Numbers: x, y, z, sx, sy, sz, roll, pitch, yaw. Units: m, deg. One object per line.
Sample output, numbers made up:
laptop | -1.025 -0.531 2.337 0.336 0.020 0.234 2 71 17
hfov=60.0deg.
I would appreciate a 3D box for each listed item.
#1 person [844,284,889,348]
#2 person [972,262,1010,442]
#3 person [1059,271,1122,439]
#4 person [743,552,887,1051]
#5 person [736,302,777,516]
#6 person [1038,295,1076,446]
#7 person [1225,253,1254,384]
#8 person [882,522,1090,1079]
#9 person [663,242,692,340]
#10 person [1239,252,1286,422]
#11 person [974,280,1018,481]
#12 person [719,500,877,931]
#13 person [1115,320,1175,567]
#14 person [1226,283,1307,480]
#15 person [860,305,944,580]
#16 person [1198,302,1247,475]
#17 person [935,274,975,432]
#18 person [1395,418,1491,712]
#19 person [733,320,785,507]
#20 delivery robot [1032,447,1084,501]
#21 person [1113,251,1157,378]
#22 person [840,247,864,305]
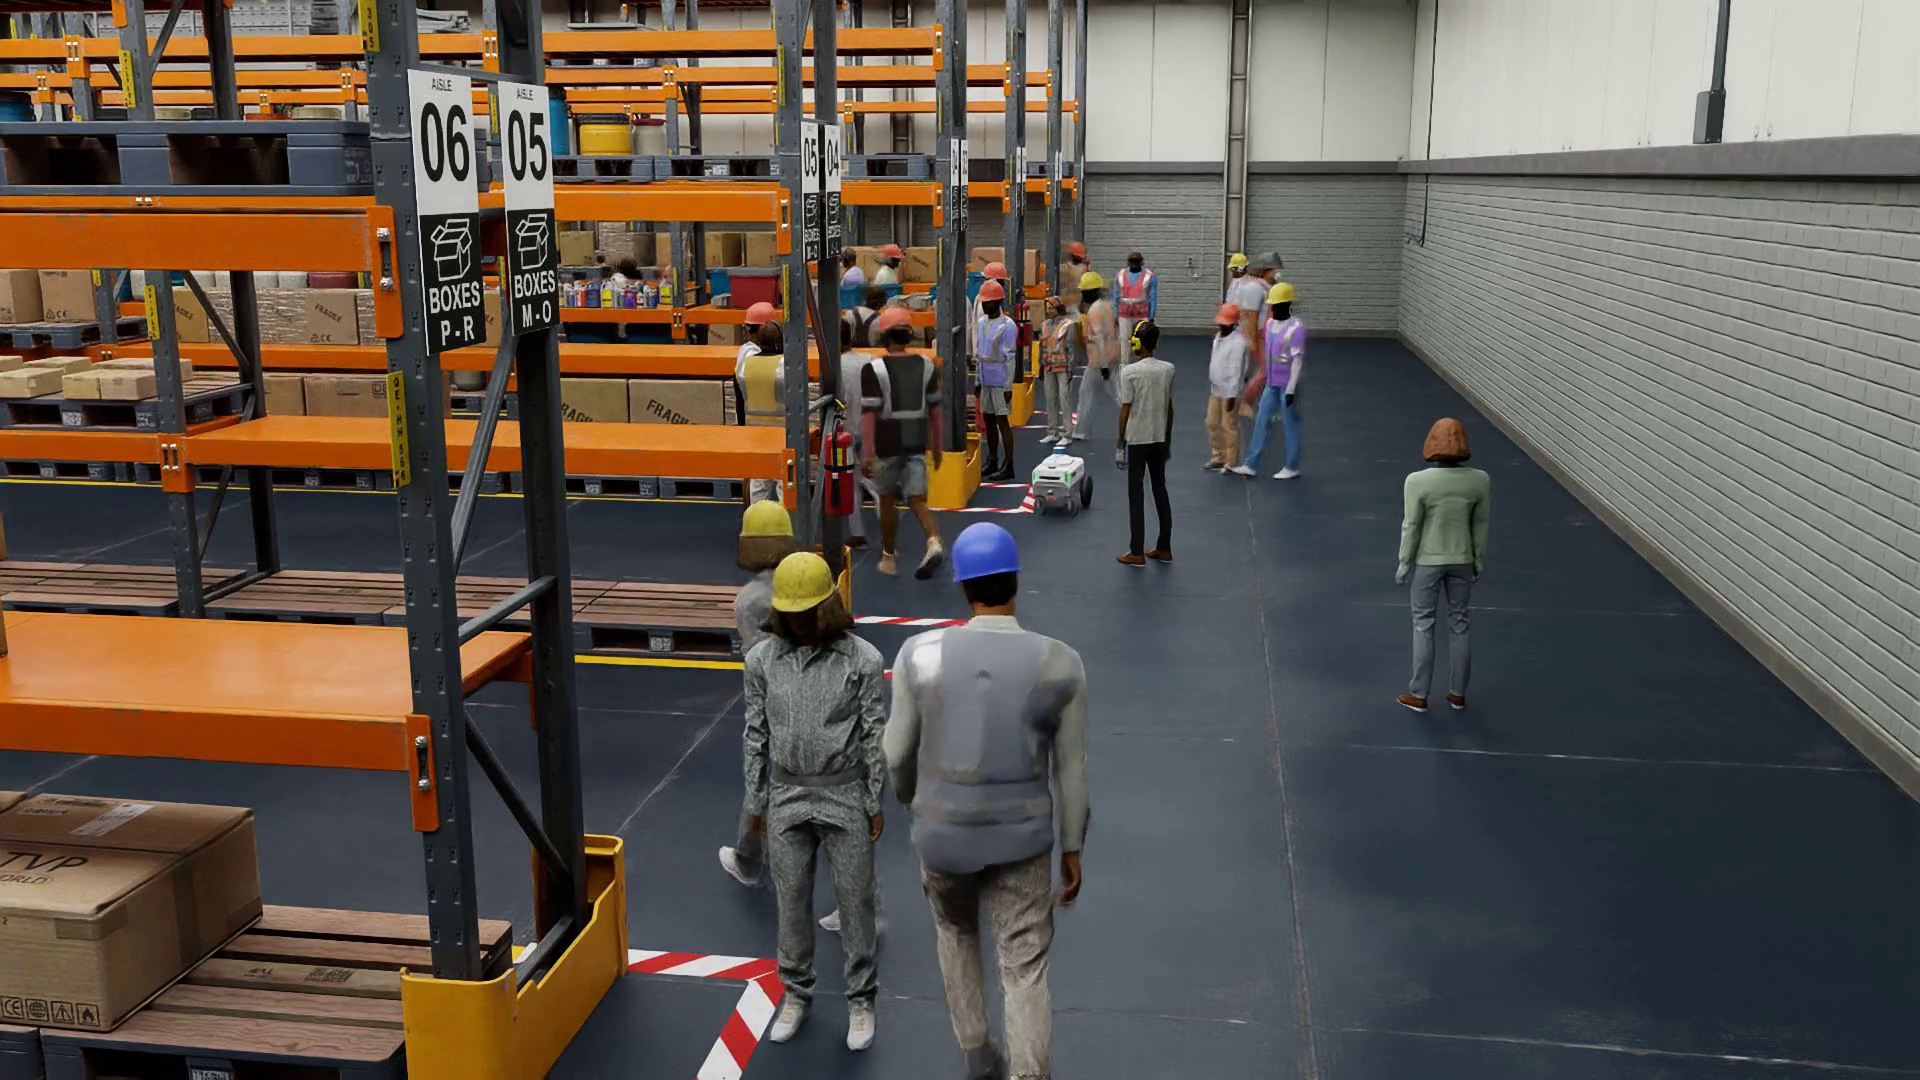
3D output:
person | -0.981 -1.740 17.278 0.683 1.807 0.375 3 13 12
person | 0.337 -2.064 18.326 0.405 1.981 0.632 -3 13 -15
person | 1.614 -2.028 18.386 0.947 1.889 0.621 4 13 18
person | -0.493 0.880 5.613 0.490 1.731 0.321 2 13 7
person | -1.608 -0.949 13.419 0.389 1.929 0.544 -3 13 -14
person | 1.058 -1.848 18.145 0.319 1.630 0.528 -11 17 -41
person | 3.933 -3.108 23.397 0.404 1.823 0.591 -3 13 -12
person | 0.083 0.904 5.148 0.633 1.881 0.750 0 12 2
person | -4.157 -3.339 24.113 0.648 1.964 0.639 3 13 15
person | 3.665 -2.404 19.727 0.536 2.000 0.701 9 15 34
person | 0.316 -1.537 16.079 0.388 1.930 0.549 -9 15 -34
person | -0.663 0.687 6.635 0.486 1.668 0.981 -11 17 -41
person | 1.402 -0.728 12.585 0.514 1.860 0.328 -7 14 -30
person | 2.991 -1.500 15.949 0.779 1.899 0.615 -6 14 -26
person | -0.380 -0.672 11.991 0.656 2.013 0.765 -6 14 -25
person | 2.597 -1.469 16.241 0.426 1.717 0.595 -5 13 -21
person | -0.029 -2.191 19.068 0.399 1.908 0.643 -6 14 -27
person | 2.651 0.141 9.165 0.508 1.631 0.271 -2 13 -9
person | -1.410 -0.756 12.737 0.621 1.845 0.429 6 14 27
delivery robot | 0.867 -0.578 14.651 0.477 0.478 0.707 4 13 16
person | 2.511 -3.236 23.961 0.629 1.836 0.431 4 13 18
person | -1.479 -3.048 22.882 0.379 1.933 0.629 1 13 3
